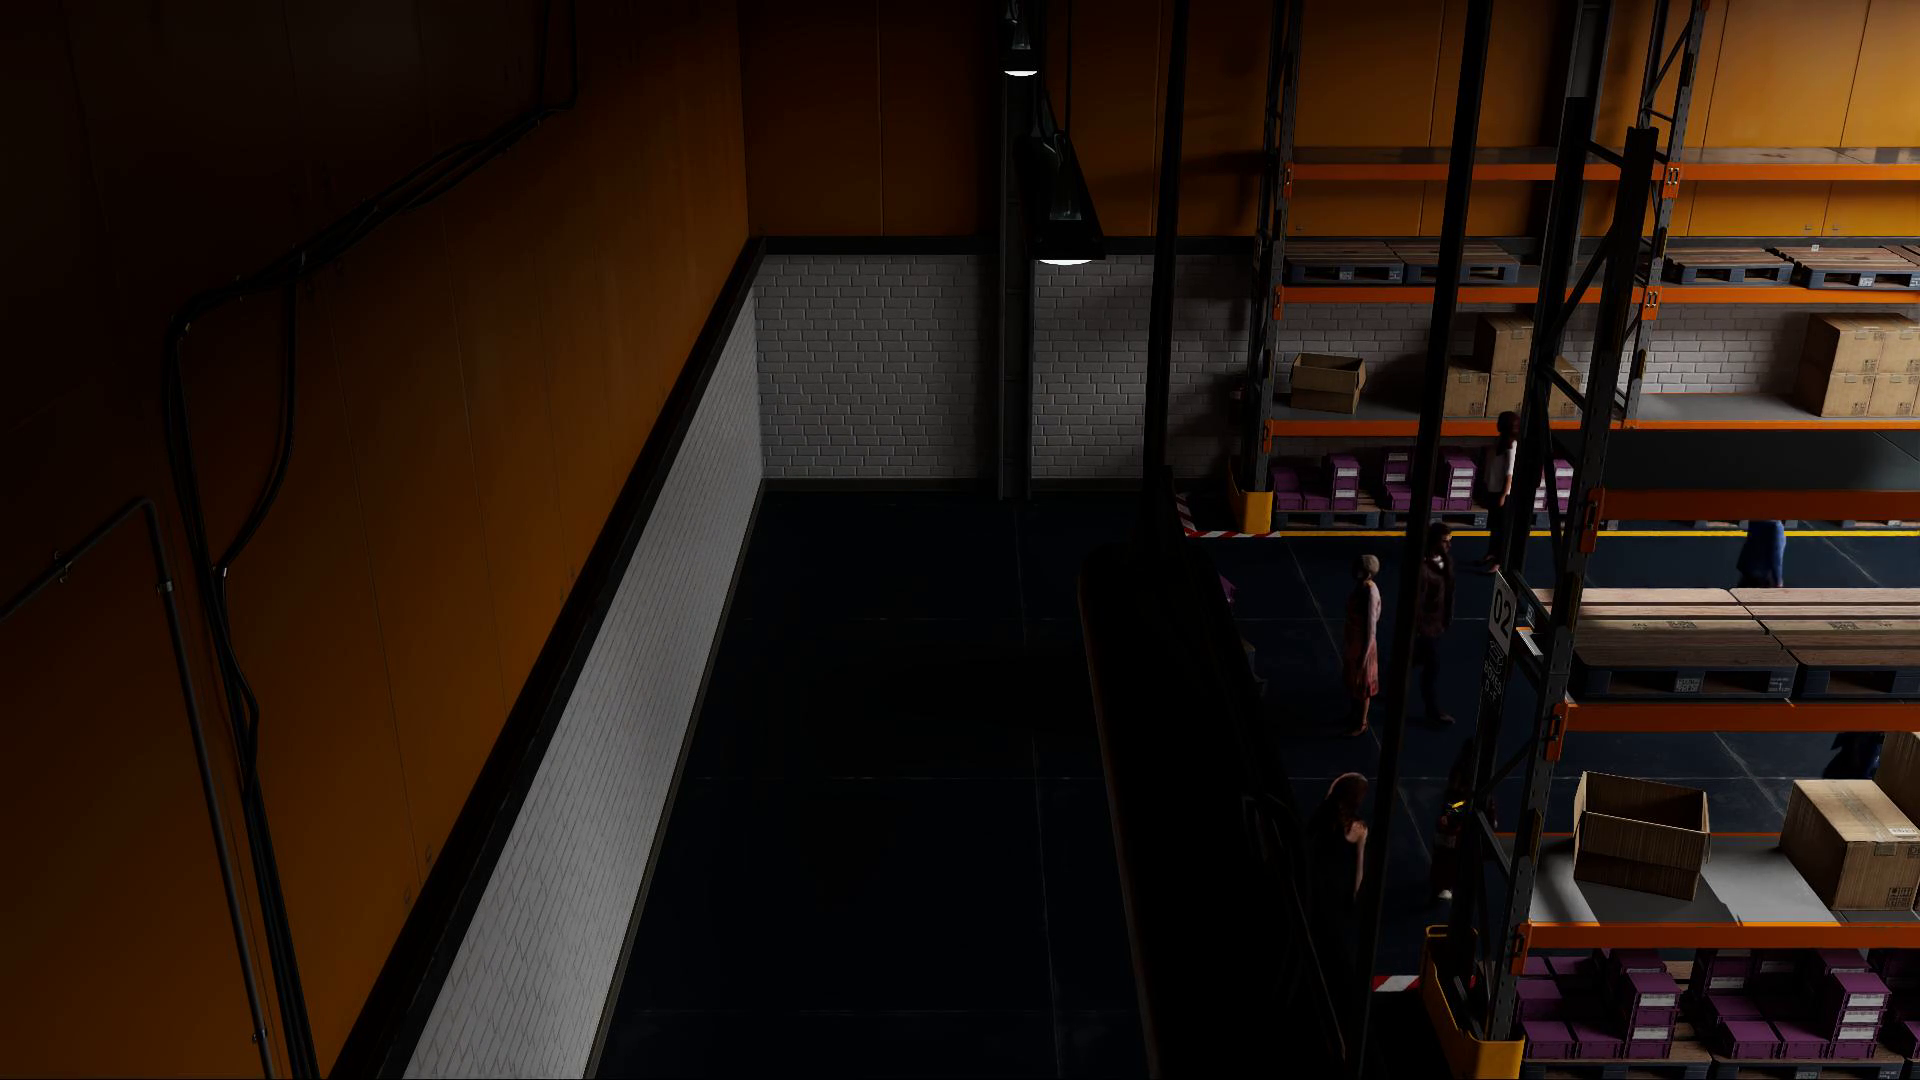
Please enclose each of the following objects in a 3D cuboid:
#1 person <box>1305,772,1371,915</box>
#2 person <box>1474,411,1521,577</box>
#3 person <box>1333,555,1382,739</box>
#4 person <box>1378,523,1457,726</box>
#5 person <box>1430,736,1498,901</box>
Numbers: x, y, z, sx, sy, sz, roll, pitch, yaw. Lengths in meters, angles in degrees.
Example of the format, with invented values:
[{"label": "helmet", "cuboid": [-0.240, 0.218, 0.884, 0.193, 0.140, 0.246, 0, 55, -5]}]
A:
[{"label": "person", "cuboid": [2.403, 2.361, 10.970, 1.110, 1.685, 0.770, 2, 24, 4]}, {"label": "person", "cuboid": [5.651, -0.494, 17.364, 0.512, 1.794, 0.609, 1, 24, 1]}, {"label": "person", "cuboid": [3.449, 0.903, 14.296, 0.556, 1.691, 0.596, 1, 24, 1]}, {"label": "person", "cuboid": [4.057, 0.685, 14.635, 1.213, 1.821, 1.139, 19, 30, 36]}, {"label": "person", "cuboid": [3.679, 2.054, 12.174, 0.978, 1.282, 0.840, -16, 28, -32]}]
